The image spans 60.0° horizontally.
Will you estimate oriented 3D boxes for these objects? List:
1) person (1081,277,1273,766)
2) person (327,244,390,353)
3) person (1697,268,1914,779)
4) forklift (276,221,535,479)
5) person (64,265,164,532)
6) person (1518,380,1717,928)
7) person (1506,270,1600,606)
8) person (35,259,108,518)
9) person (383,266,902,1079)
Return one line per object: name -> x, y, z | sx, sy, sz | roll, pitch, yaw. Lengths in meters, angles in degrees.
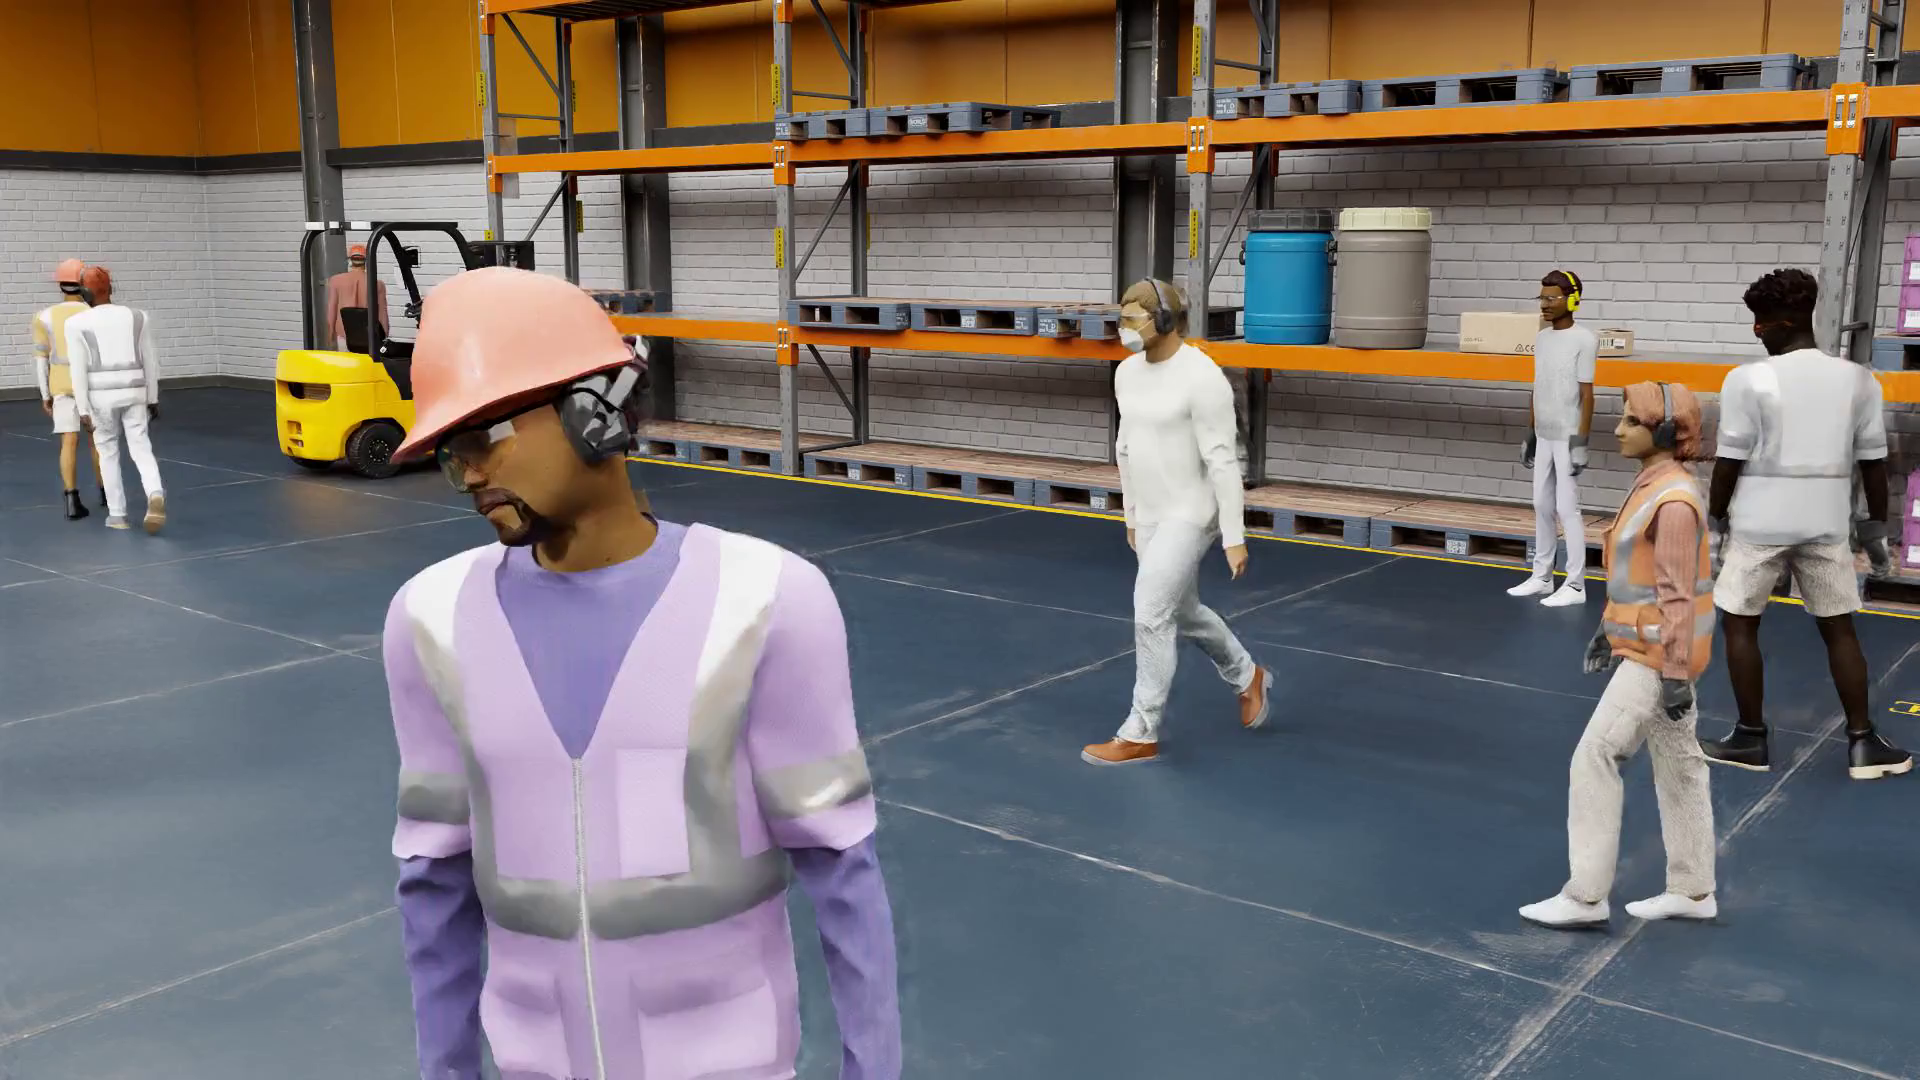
person -> 0.914, -0.086, 6.540 | 0.919, 1.898, 0.666 | -5, 11, -26
person -> -6.784, -2.330, 18.747 | 0.682, 1.975, 0.551 | -3, 11, -16
person -> 3.228, -0.043, 6.265 | 0.808, 1.916, 0.461 | 0, 10, -1
forklift -> -4.922, -1.741, 14.854 | 1.214, 2.155, 2.313 | 8, 13, 38
person -> -5.786, -0.956, 11.461 | 0.598, 1.859, 0.827 | -10, 14, -43
person -> 1.951, 0.344, 4.870 | 0.679, 1.617, 0.512 | 4, 11, 19
person -> 3.323, -0.562, 9.264 | 0.320, 1.860, 0.505 | -3, 11, -17
person -> -6.522, -1.128, 12.321 | 0.558, 1.890, 0.977 | -3, 11, -15
person -> -0.402, 0.661, 2.163 | 0.708, 2.004, 0.545 | 2, 10, 8
